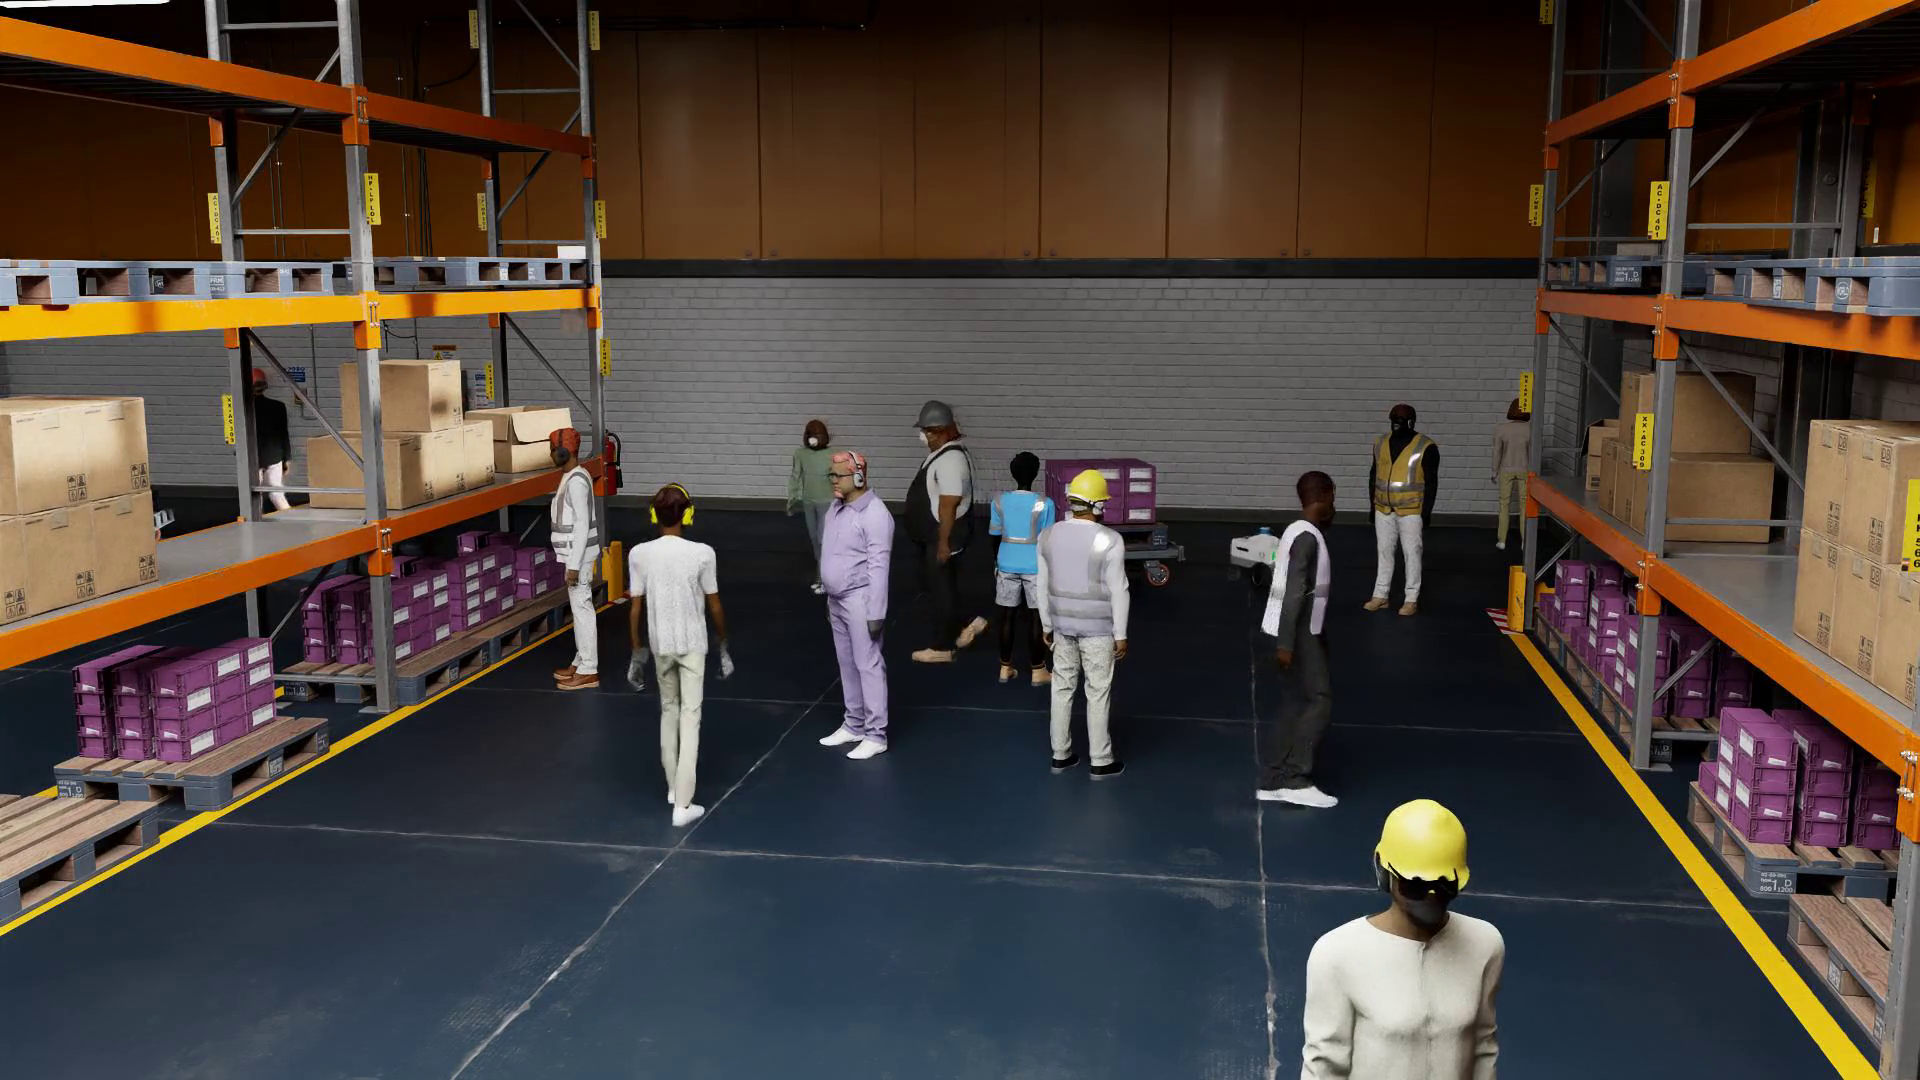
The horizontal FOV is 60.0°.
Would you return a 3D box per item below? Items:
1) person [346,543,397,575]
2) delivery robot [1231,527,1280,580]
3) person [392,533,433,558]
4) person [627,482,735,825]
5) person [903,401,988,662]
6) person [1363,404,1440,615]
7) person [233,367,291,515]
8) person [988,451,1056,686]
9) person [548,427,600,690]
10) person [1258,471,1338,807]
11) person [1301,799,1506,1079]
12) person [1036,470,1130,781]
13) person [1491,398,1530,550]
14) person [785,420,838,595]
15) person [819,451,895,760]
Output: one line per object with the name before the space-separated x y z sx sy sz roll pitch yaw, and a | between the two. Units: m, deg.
person | -5.276 -0.225 14.824 0.531 1.649 0.874 1 9 6
delivery robot | 2.888 0.122 15.775 0.477 0.478 0.707 -5 10 -26
person | -5.266 -0.452 15.508 0.799 1.881 0.569 -4 10 -21
person | -1.548 0.604 9.153 0.555 1.864 0.574 2 9 12
person | -0.142 -0.074 12.706 0.588 2.000 0.688 -1 9 -6
person | 3.838 -0.267 14.509 0.623 1.844 0.430 9 13 43
person | -7.444 -0.864 17.825 0.613 1.972 0.769 -9 13 -44
person | 0.470 0.207 12.017 0.541 1.700 0.315 5 10 28
person | -2.768 0.128 11.941 0.355 1.884 0.572 -2 9 -14
person | 1.919 0.552 9.366 0.447 1.867 0.677 1 9 5
person | 1.076 1.472 4.021 0.533 1.765 0.329 -2 10 -15
person | 0.742 0.497 9.822 0.600 1.829 0.404 6 11 34
person | 5.962 -0.705 17.844 0.504 1.632 0.270 3 10 18
person | -1.363 -0.303 15.454 0.520 1.612 0.662 5 10 26
person | -0.662 0.392 10.277 0.399 1.900 0.644 -5 11 -29
